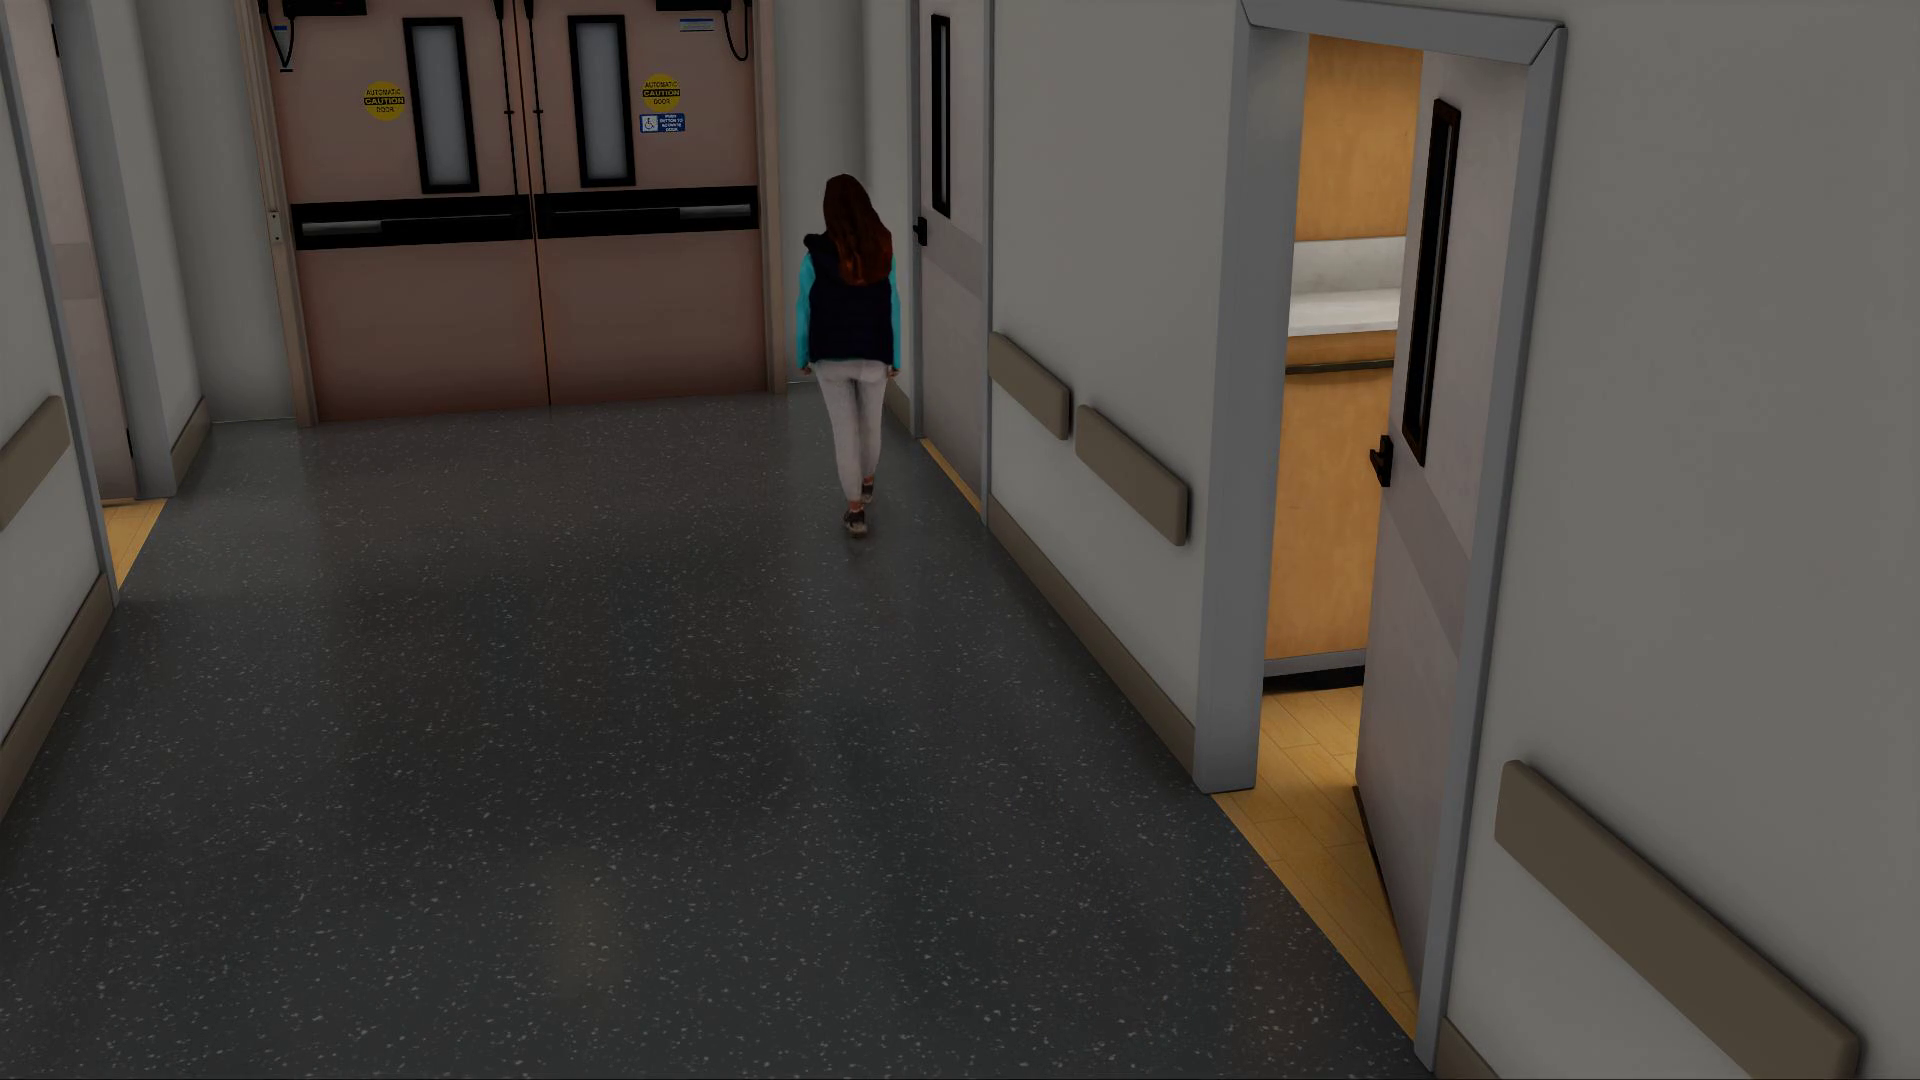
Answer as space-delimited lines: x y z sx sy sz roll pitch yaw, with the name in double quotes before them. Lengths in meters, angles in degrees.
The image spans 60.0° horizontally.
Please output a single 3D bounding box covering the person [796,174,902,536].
"person" -0.449 -0.748 6.922 0.623 1.479 0.840 -3 21 -8
